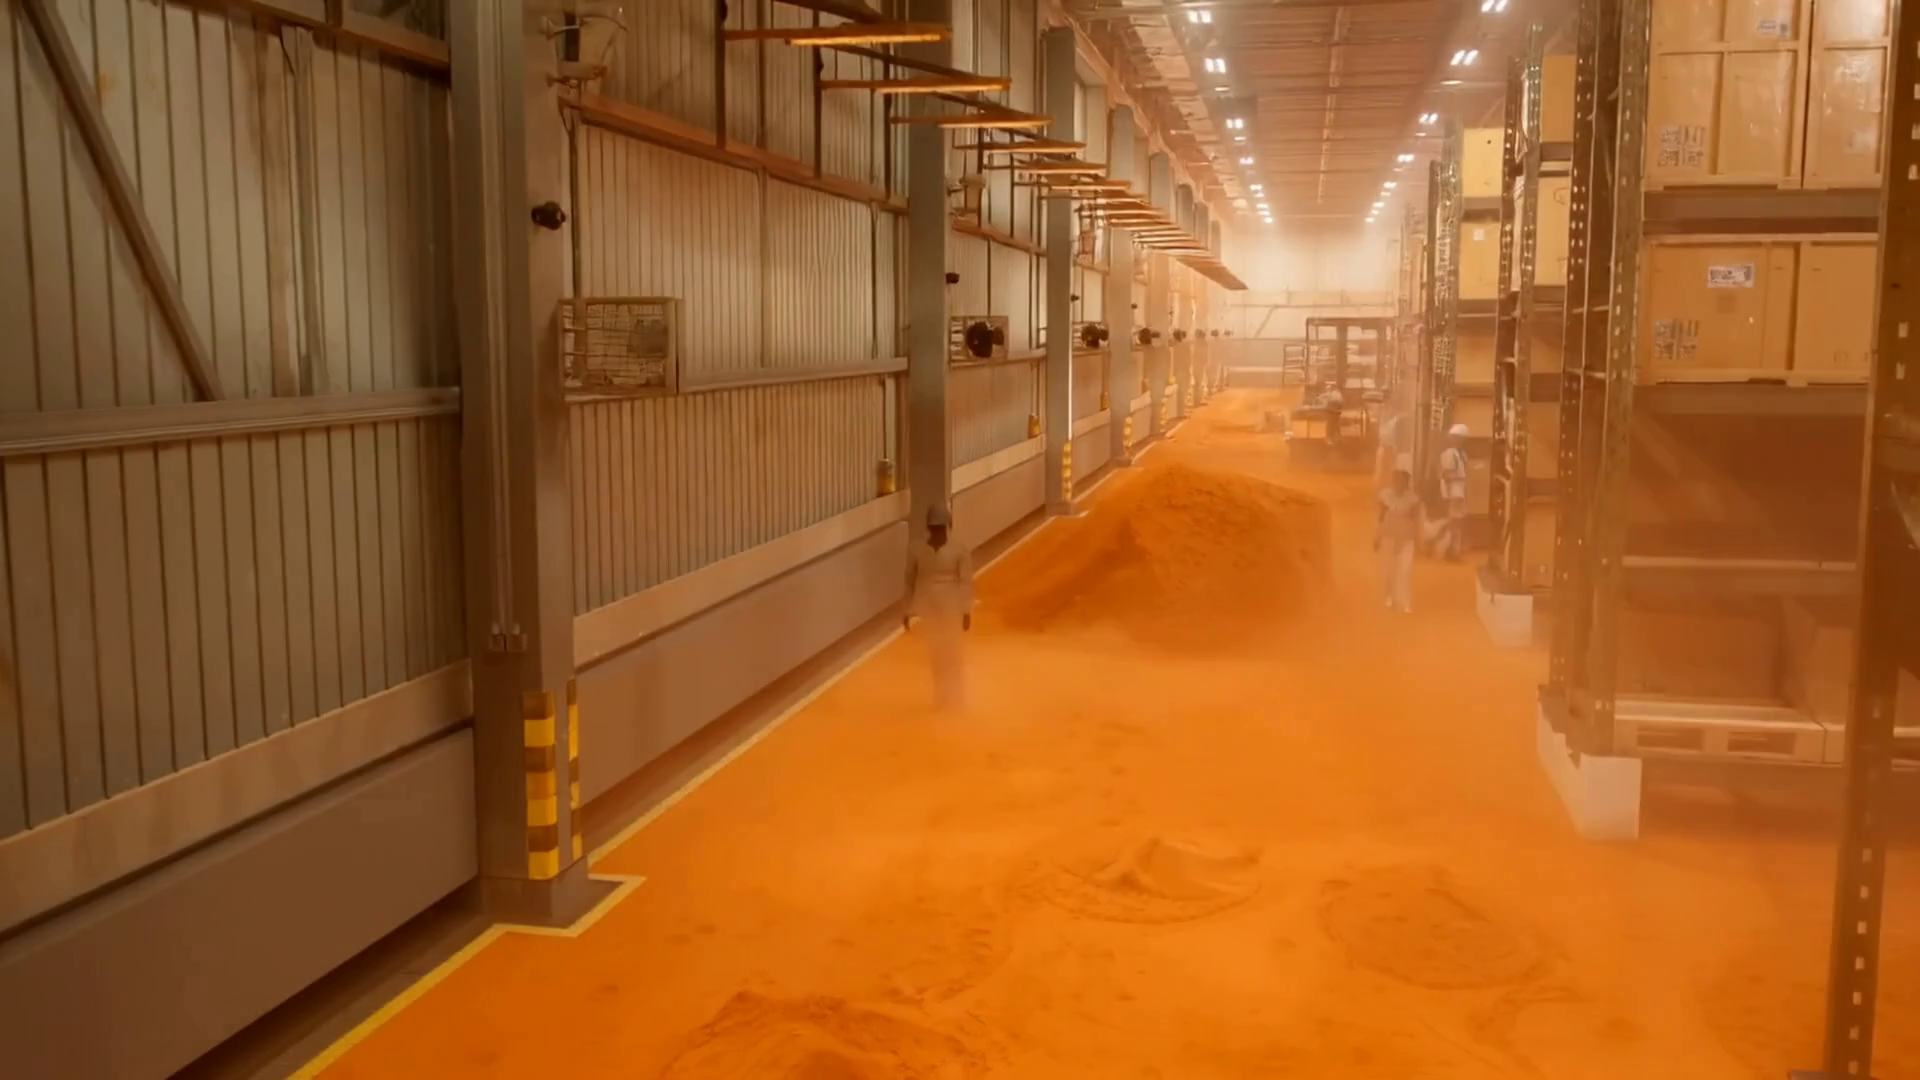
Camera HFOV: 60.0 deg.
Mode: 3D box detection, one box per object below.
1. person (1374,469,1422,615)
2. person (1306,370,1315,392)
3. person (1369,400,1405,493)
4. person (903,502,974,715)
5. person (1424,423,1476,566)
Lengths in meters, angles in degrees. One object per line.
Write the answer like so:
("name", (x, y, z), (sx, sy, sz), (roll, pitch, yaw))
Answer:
("person", (4.844, 0.007, 18.445), (0.518, 1.594, 0.854), (1, 7, 11))
("person", (12.183, -4.990, 57.599), (0.595, 1.815, 0.828), (-2, 7, -15))
("person", (8.310, -1.797, 32.026), (0.745, 1.816, 0.640), (-6, 9, -39))
("person", (-0.192, 0.557, 13.492), (0.567, 1.734, 0.523), (2, 7, 15))
("person", (6.538, -0.603, 22.049), (0.516, 1.914, 0.570), (6, 9, 40))
